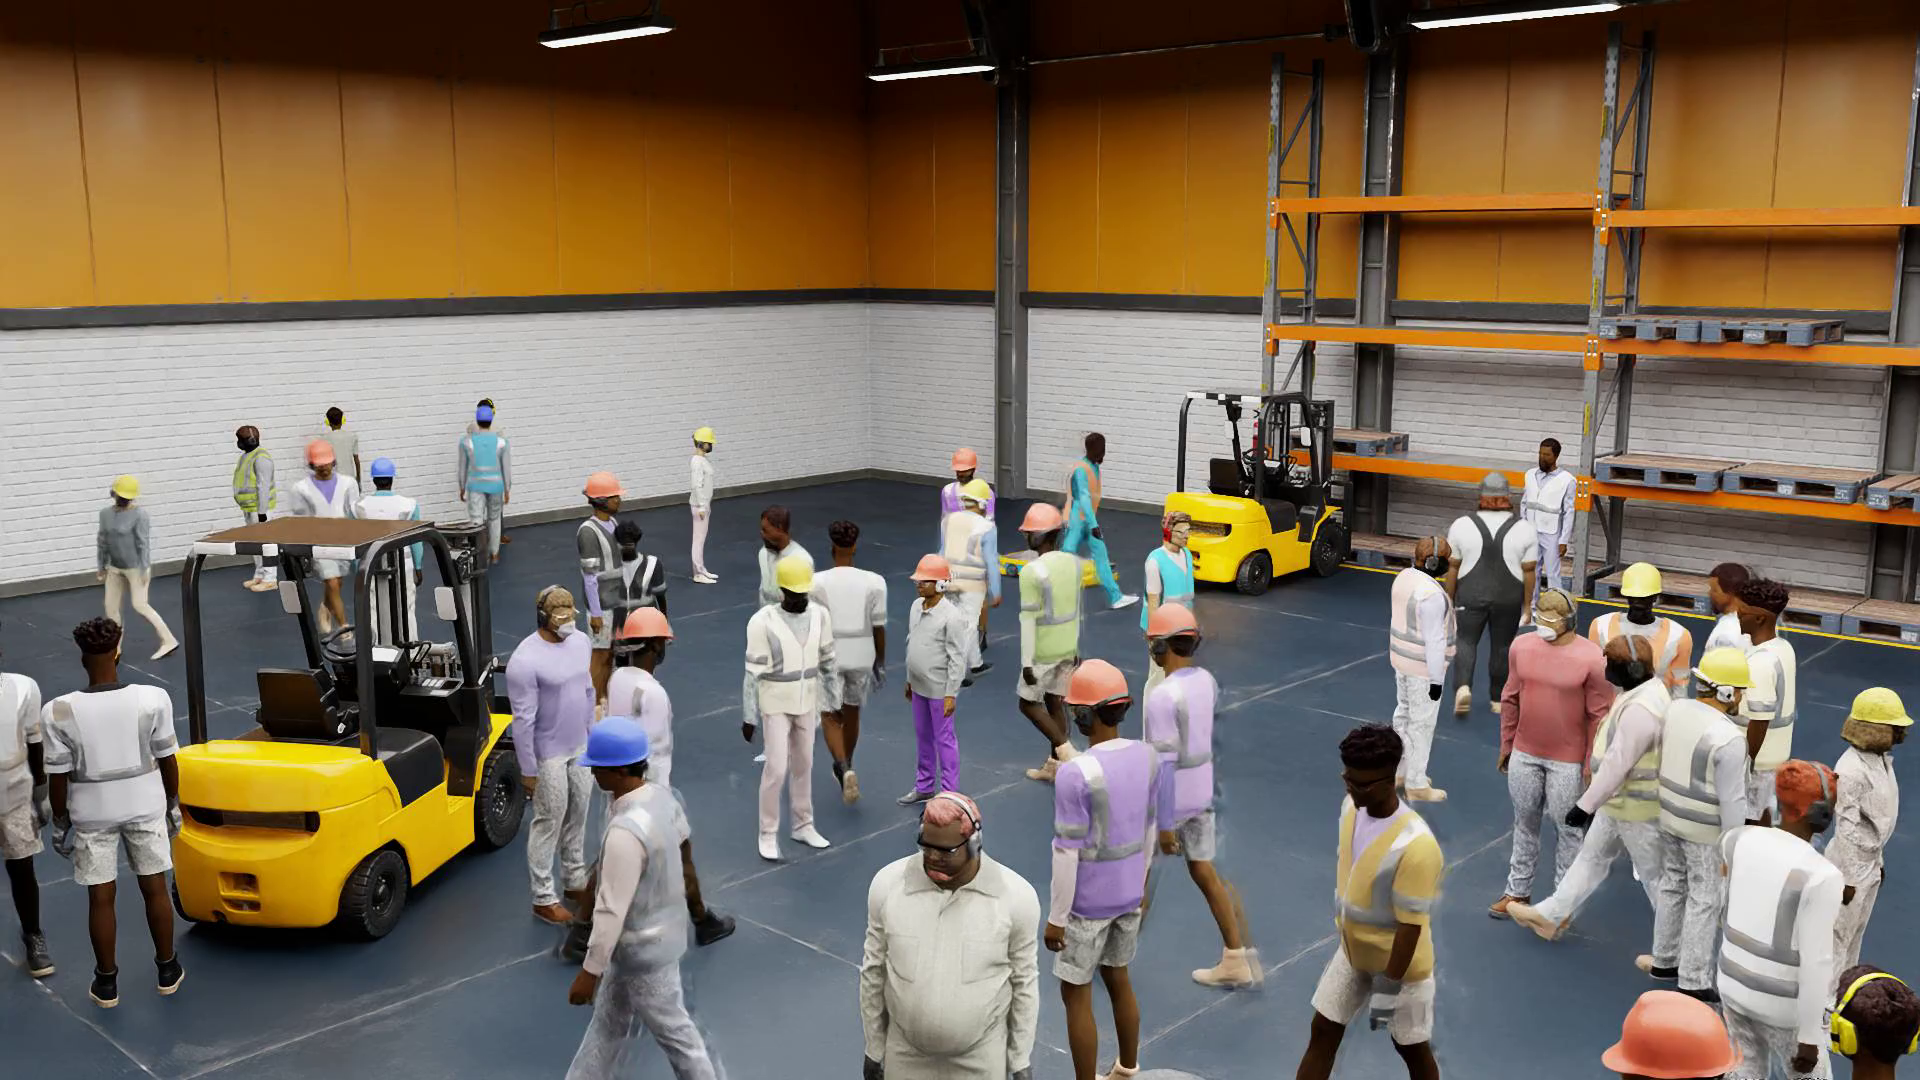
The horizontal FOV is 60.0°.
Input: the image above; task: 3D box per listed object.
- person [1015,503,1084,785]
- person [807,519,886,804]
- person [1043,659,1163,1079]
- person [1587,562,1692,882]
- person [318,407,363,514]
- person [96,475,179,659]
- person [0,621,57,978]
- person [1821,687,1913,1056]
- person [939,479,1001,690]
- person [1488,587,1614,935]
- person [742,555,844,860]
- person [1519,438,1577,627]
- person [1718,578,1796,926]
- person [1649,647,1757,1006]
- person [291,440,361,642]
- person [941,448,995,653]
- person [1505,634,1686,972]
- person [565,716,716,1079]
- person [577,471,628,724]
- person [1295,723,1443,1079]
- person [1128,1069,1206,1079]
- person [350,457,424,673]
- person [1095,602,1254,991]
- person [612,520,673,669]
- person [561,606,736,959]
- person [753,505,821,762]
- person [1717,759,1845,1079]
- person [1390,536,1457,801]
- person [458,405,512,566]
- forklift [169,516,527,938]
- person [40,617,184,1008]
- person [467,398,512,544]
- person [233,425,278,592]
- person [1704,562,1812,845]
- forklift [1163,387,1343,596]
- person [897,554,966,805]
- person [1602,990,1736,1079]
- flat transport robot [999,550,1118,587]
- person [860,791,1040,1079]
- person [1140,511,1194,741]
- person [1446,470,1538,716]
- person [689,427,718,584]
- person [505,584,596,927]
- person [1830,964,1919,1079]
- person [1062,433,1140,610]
[{"bbox_3d":[0.652,0.755,11.519,0.599,2.026,0.610,9,14,43],"label":"person"},{"bbox_3d":[-0.792,0.825,11.354,0.610,1.939,0.842,-3,10,-14],"label":"person"},{"bbox_3d":[0.590,1.515,7.166,0.409,2.029,0.615,10,14,43],"label":"person"},{"bbox_3d":[4.014,1.079,9.924,0.587,1.928,0.381,6,11,29],"label":"person"},{"bbox_3d":[-7.505,-0.679,20.144,0.518,1.857,0.326,-8,13,-40],"label":"person"},{"bbox_3d":[-7.620,0.249,15.216,0.598,1.732,0.492,4,11,20],"label":"person"},{"bbox_3d":[-4.931,1.323,8.449,0.389,1.960,0.614,9,13,42],"label":"person"},{"bbox_3d":[4.241,1.540,7.822,0.300,1.745,0.483,10,14,43],"label":"person"},{"bbox_3d":[0.133,0.371,14.330,0.606,1.794,0.822,9,14,43],"label":"person"},{"bbox_3d":[3.265,1.203,9.202,0.370,1.934,0.627,-9,13,-41],"label":"person"},{"bbox_3d":[-1.031,1.025,10.280,0.681,1.914,0.430,-9,13,-40],"label":"person"},{"bbox_3d":[5.770,-0.051,16.390,0.391,1.917,0.592,-7,12,-33],"label":"person"},{"bbox_3d":[4.405,1.180,9.235,0.361,1.964,0.613,7,12,35],"label":"person"},{"bbox_3d":[3.708,1.420,8.300,0.403,1.819,0.602,-2,10,-11],"label":"person"},{"bbox_3d":[-6.030,0.003,15.910,0.675,1.996,1.027,-7,12,-35],"label":"person"},{"bbox_3d":[0.059,0.099,15.501,0.545,1.930,0.387,5,11,26],"label":"person"},{"bbox_3d":[3.421,1.364,8.713,0.978,1.776,0.625,3,10,18],"label":"person"},{"bbox_3d":[-1.398,1.643,6.782,0.993,1.891,0.613,0,10,-3],"label":"person"},{"bbox_3d":[-2.752,0.480,12.997,0.372,2.043,0.615,1,10,6],"label":"person"},{"bbox_3d":[1.585,1.663,6.642,1.009,1.906,0.631,-4,11,-19],"label":"person"},{"bbox_3d":[0.444,2.115,3.704,0.537,2.000,0.678,0,10,1],"label":"person"},{"bbox_3d":[-5.053,0.238,14.697,0.603,1.938,0.417,-2,10,-12],"label":"person"},{"bbox_3d":[1.089,1.316,8.519,0.995,1.986,0.615,8,13,38],"label":"person"},{"bbox_3d":[-2.569,0.657,13.078,0.583,1.688,0.477,0,10,-1],"label":"person"},{"bbox_3d":[-1.708,1.301,8.848,0.933,1.884,0.552,-9,13,-41],"label":"person"},{"bbox_3d":[-1.280,0.669,12.465,0.722,1.908,0.616,-9,13,-41],"label":"person"},{"bbox_3d":[3.094,1.742,6.313,0.410,1.870,0.578,-3,11,-18],"label":"person"},{"bbox_3d":[3.167,0.873,11.383,0.429,1.832,0.634,-1,10,-7],"label":"person"},{"bbox_3d":[-5.598,-0.629,19.648,0.606,1.926,0.776,-4,11,-21],"label":"person"},{"bbox_3d":[-3.583,0.976,9.748,1.214,2.155,2.313,2,10,11],"label":"forklift"},{"bbox_3d":[-4.203,1.349,8.291,0.604,1.960,0.372,-6,11,-29],"label":"person"},{"bbox_3d":[-6.004,-0.870,21.183,0.516,1.872,0.327,1,10,6],"label":"person"},{"bbox_3d":[-7.781,-0.357,18.372,0.430,1.836,0.626,-8,13,-39],"label":"person"},{"bbox_3d":[4.750,1.076,10.089,0.835,1.893,0.619,8,13,39],"label":"person"},{"bbox_3d":[3.298,-0.608,18.767,1.214,2.155,2.313,9,13,42],"label":"forklift"},{"bbox_3d":[-0.192,0.956,11.108,0.318,1.756,0.562,-7,12,-36],"label":"person"},{"bbox_3d":[1.812,2.072,4.278,0.390,1.925,0.550,5,11,28],"label":"person"},{"bbox_3d":[1.042,0.308,19.029,1.431,0.197,0.652,9,14,43],"label":"flat transport robot"},{"bbox_3d":[-0.047,1.805,5.868,0.636,1.903,0.405,1,10,8],"label":"person"},{"bbox_3d":[1.542,0.684,12.403,0.374,1.843,0.569,7,12,33],"label":"person"},{"bbox_3d":[4.244,0.428,13.306,0.698,2.000,0.784,3,11,19],"label":"person"},{"bbox_3d":[-2.892,-0.395,18.784,0.320,1.766,0.523,-1,10,-3],"label":"person"},{"bbox_3d":[-2.251,1.190,9.301,0.374,1.929,0.636,5,11,25],"label":"person"},{"bbox_3d":[2.418,2.064,4.521,0.512,1.861,0.325,-2,10,-10],"label":"person"},{"bbox_3d":[1.359,-0.183,17.341,1.025,1.841,0.626,5,11,28],"label":"person"}]
